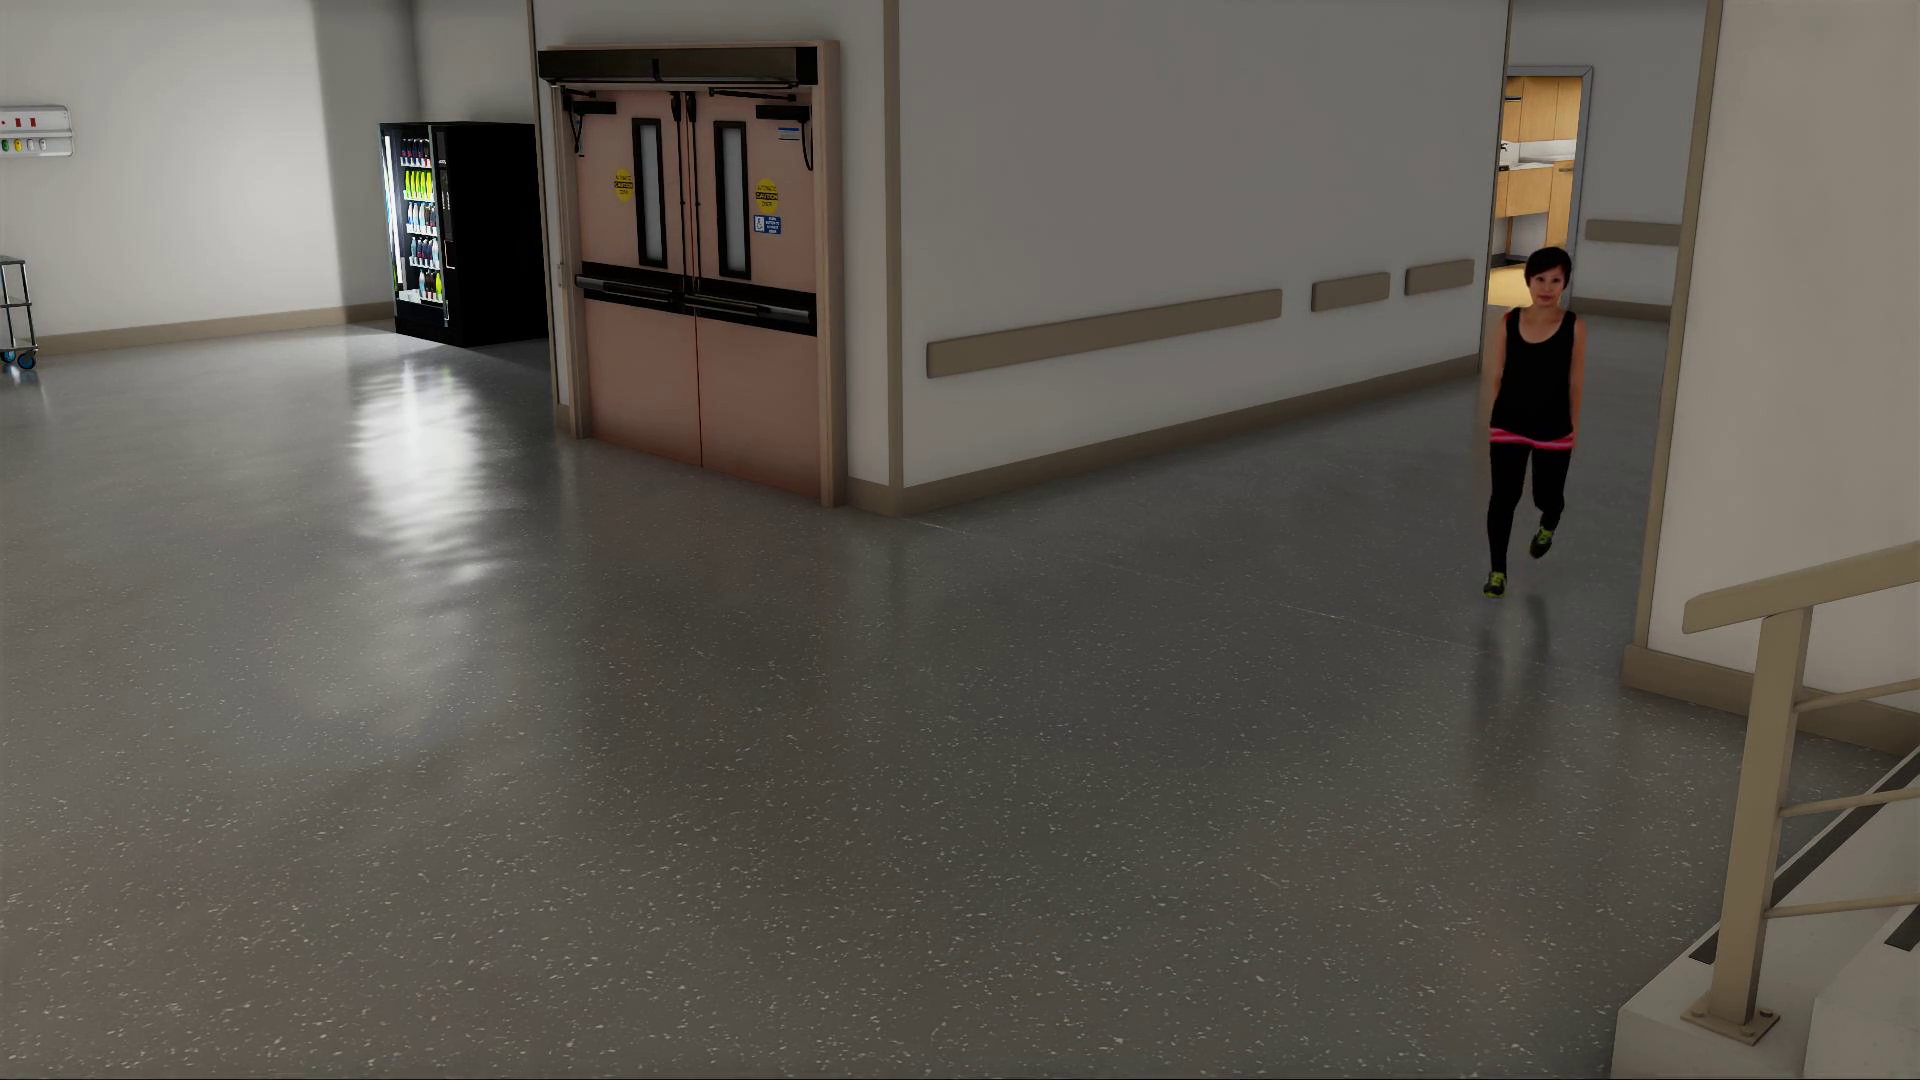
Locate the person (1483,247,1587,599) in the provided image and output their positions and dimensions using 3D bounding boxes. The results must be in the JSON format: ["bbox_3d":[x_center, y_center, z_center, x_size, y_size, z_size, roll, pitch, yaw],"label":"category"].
[{"bbox_3d":[2.544,-0.518,7.353,0.877,1.529,0.763,8,18,27],"label":"person"}]
